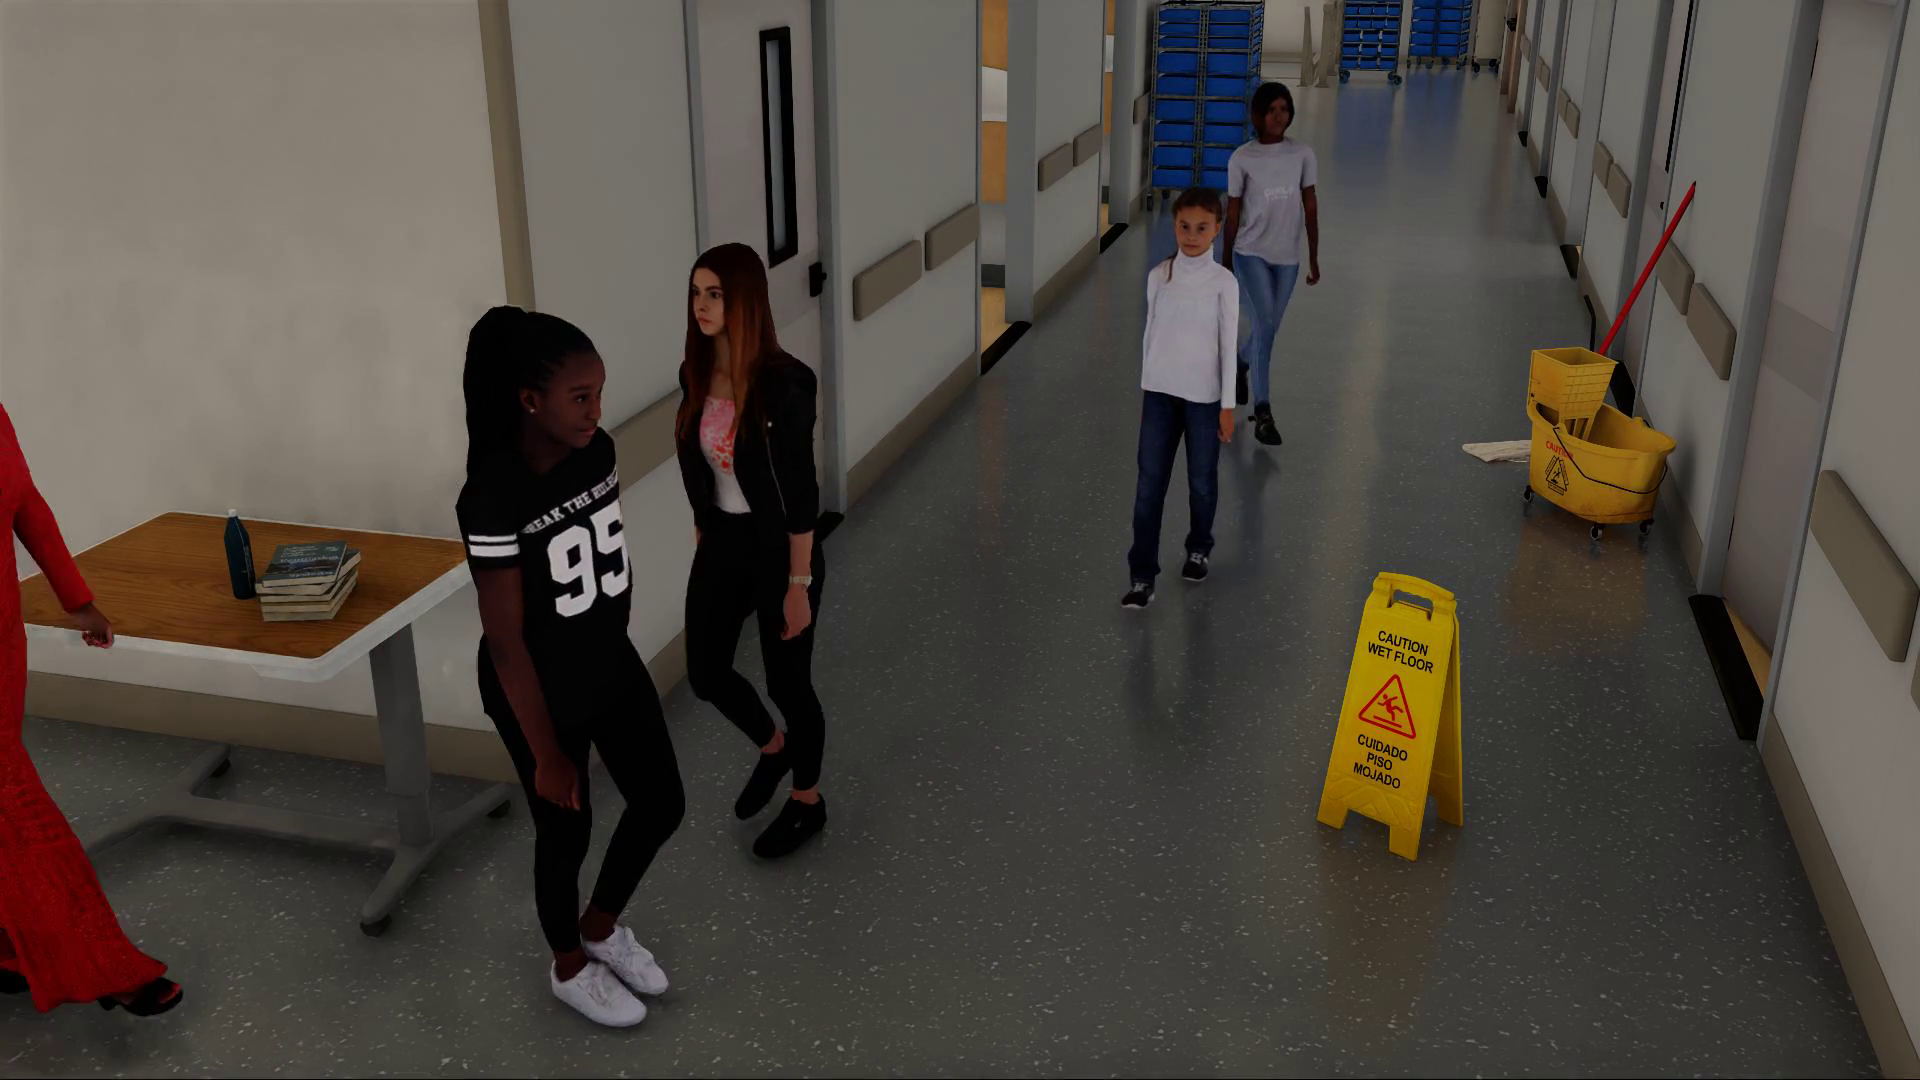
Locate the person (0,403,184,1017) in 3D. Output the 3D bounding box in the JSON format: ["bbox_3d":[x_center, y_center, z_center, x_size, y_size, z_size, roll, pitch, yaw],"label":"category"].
[{"bbox_3d":[-2.300,0.285,3.723,0.811,1.757,0.947,0,21,1],"label":"person"}]

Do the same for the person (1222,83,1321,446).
[{"bbox_3d":[1.486,-1.366,8.189,0.955,1.681,1.211,-6,21,-14],"label":"person"}]

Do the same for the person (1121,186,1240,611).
[{"bbox_3d":[0.876,-0.541,6.227,0.590,1.528,0.935,8,22,20],"label":"person"}]

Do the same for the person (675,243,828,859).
[{"bbox_3d":[-0.473,0.033,4.477,0.687,1.695,0.718,12,24,28],"label":"person"}]

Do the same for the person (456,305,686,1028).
[{"bbox_3d":[-0.939,0.325,3.659,0.773,1.728,0.629,9,23,23],"label":"person"}]
